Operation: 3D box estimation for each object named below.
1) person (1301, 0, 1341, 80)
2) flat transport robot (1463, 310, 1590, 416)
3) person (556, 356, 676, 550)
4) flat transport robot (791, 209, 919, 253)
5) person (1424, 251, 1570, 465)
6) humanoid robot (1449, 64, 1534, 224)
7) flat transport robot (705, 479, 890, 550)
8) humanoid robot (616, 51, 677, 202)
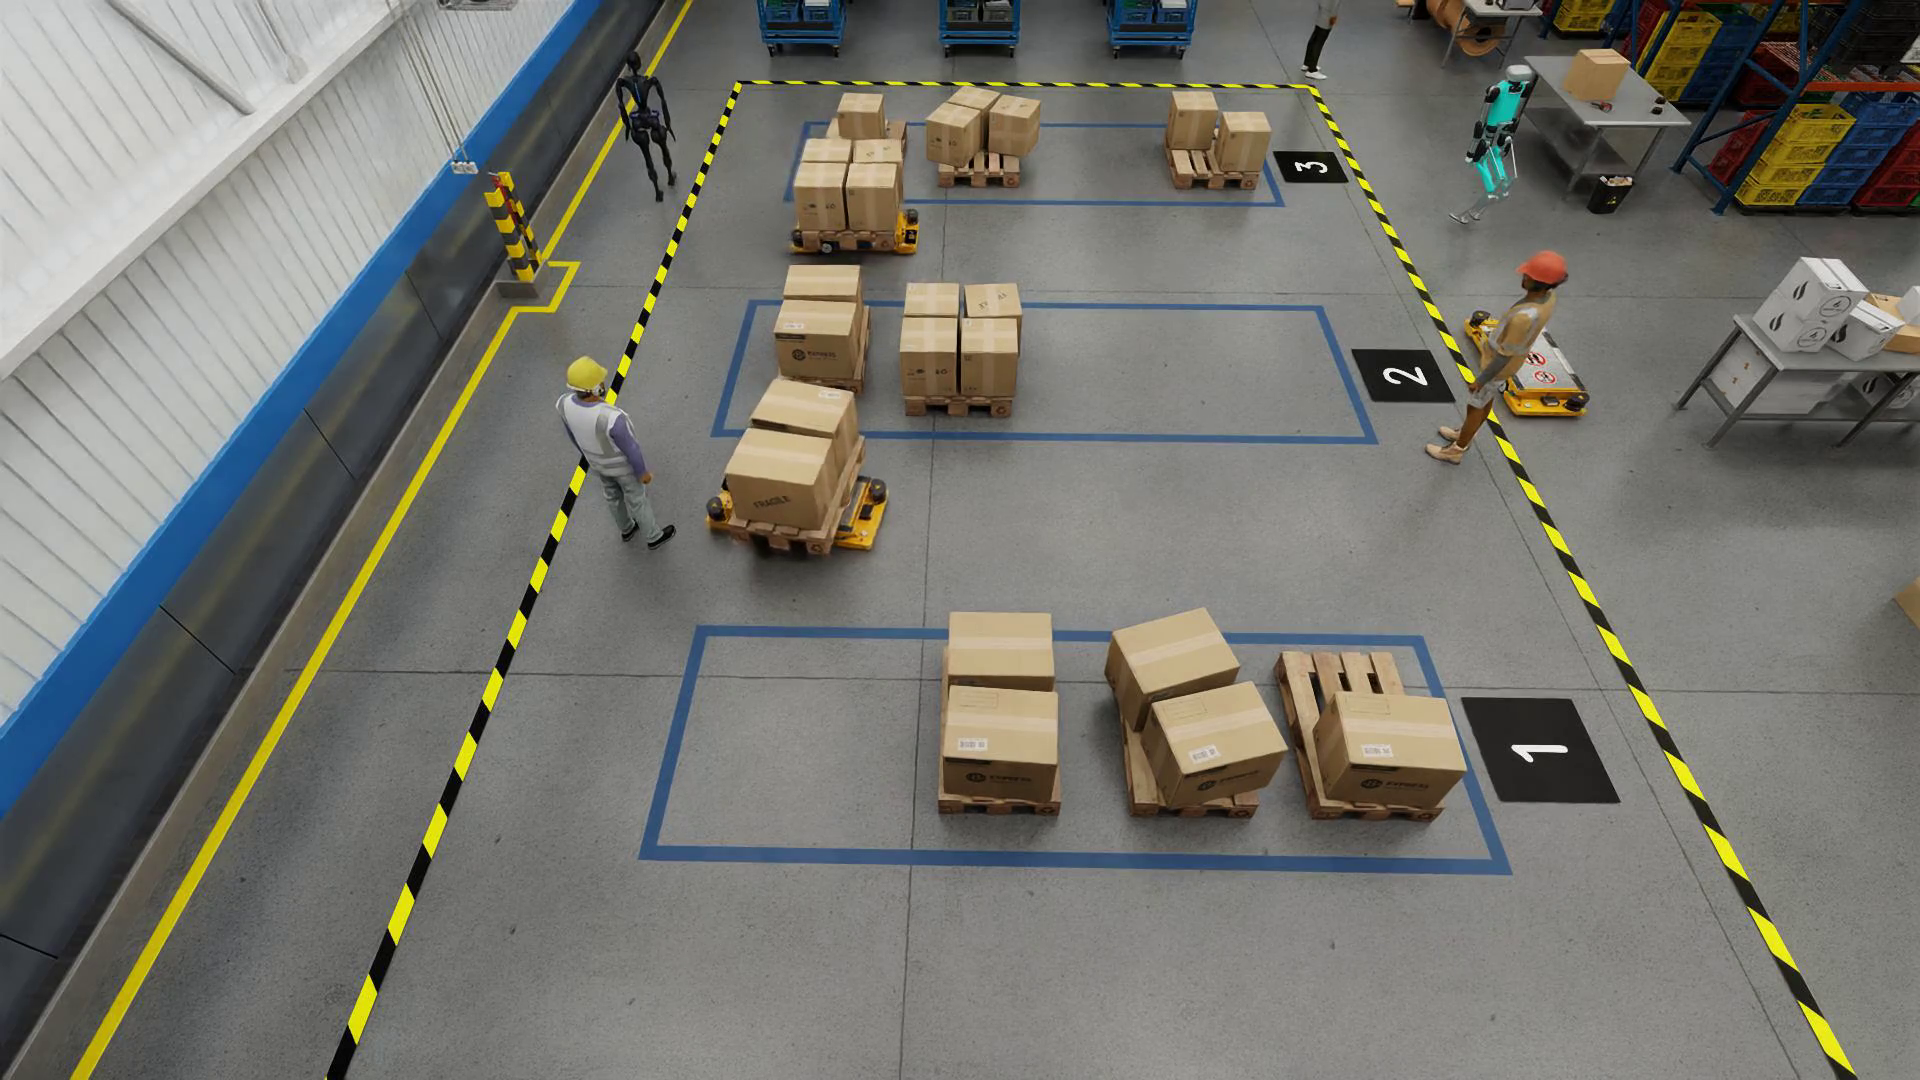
[{"bbox_3d":[5.308,-7.599,13.067,0.407,1.847,0.589,3,49,2],"label":"person"},{"bbox_3d":[5.573,-1.757,9.054,0.659,0.231,1.431,1,49,1],"label":"flat transport robot"},{"bbox_3d":[-2.646,-0.635,7.049,0.600,1.827,0.404,19,52,16],"label":"person"},{"bbox_3d":[-1.202,-3.598,10.629,1.431,0.197,0.652,1,49,1],"label":"flat transport robot"},{"bbox_3d":[4.473,-1.481,7.640,0.366,2.048,0.604,35,58,27],"label":"person"},{"bbox_3d":[6.013,-4.306,10.200,0.533,1.677,0.735,-12,50,-10],"label":"humanoid robot"},{"bbox_3d":[-1.374,-0.316,7.789,1.431,0.197,0.652,9,50,7],"label":"flat transport robot"},{"bbox_3d":[-3.715,-4.929,10.876,0.589,1.640,0.617,-7,50,-6],"label":"humanoid robot"}]
